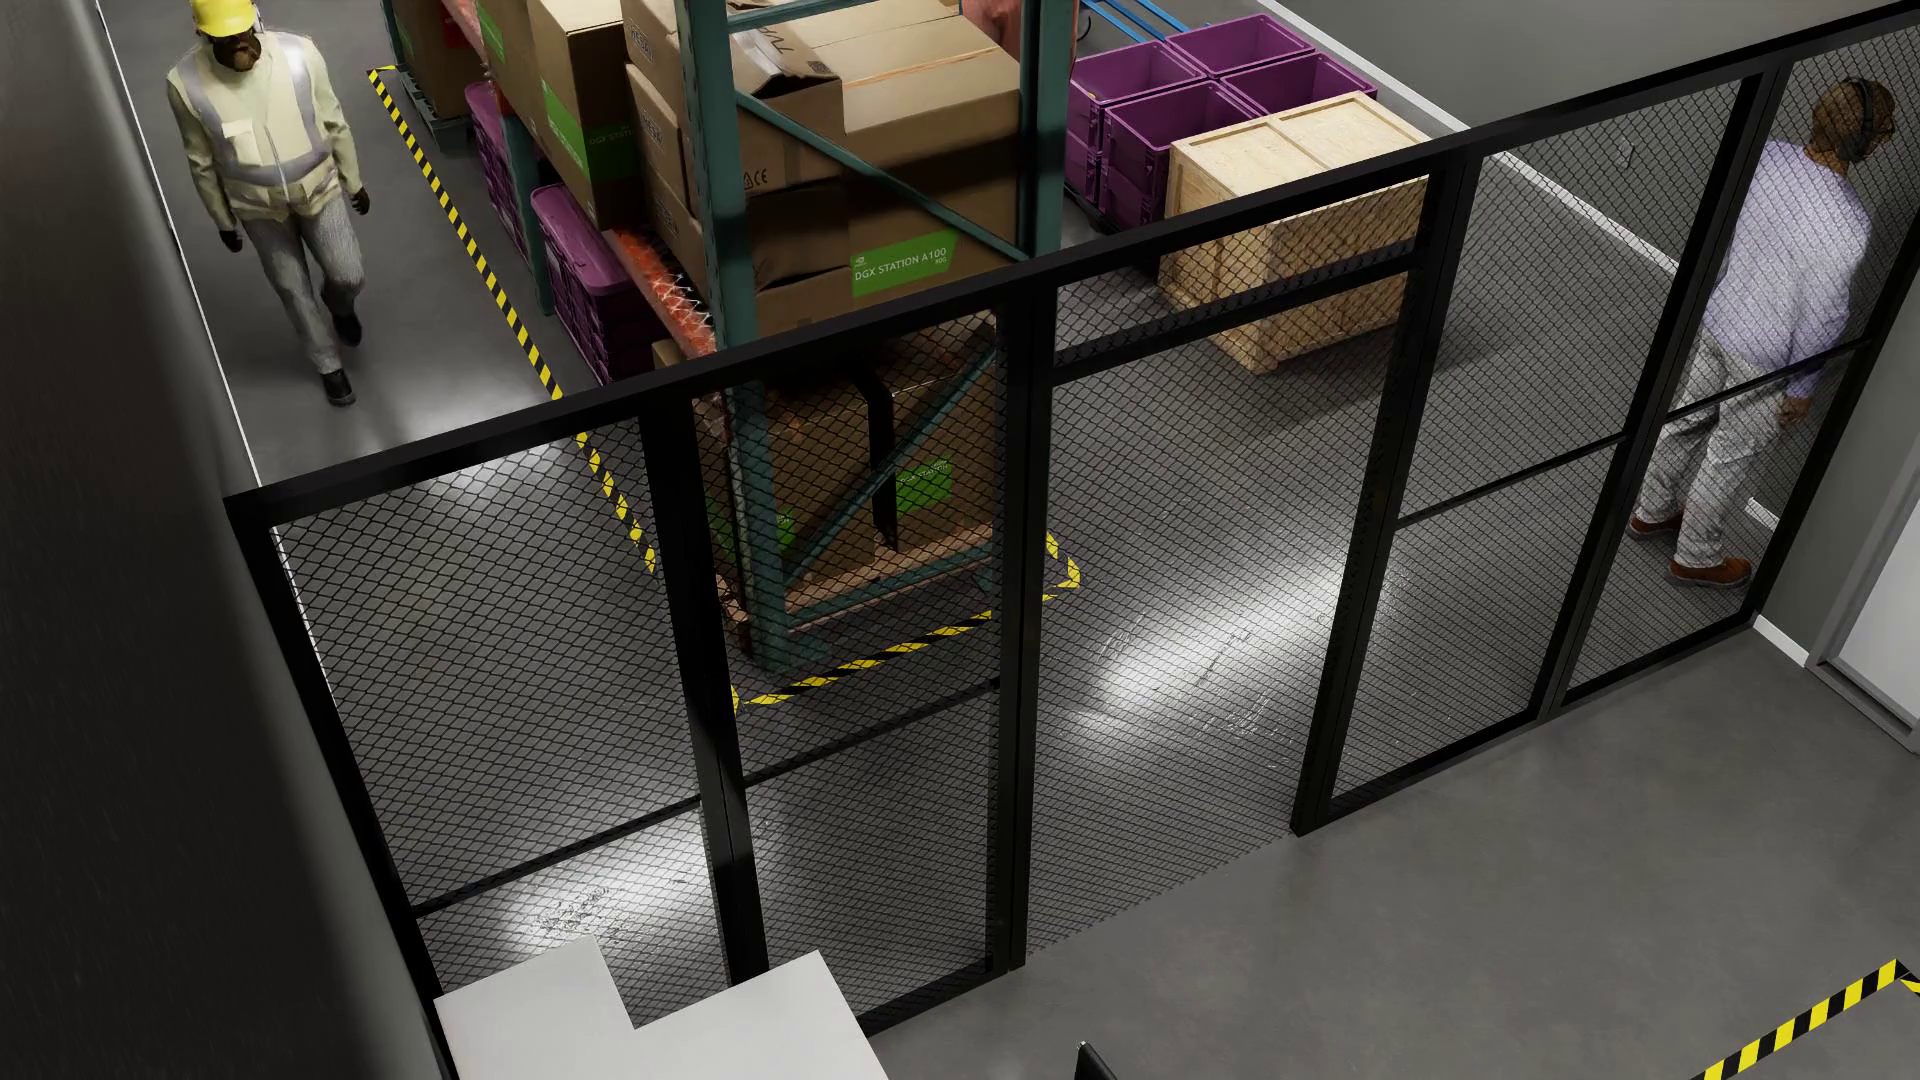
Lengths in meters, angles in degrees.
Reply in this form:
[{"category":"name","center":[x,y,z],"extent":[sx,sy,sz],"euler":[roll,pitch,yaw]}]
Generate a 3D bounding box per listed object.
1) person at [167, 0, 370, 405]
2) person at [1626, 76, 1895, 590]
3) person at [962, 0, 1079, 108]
[{"category":"person","center":[-2.663,-1.379,6.539],"extent":[0.614,1.820,0.466],"euler":[-19,46,-19]},{"category":"person","center":[2.726,-0.674,5.683],"extent":[0.370,1.941,0.627],"euler":[-8,43,-8]},{"category":"person","center":[0.220,-1.817,6.892],"extent":[0.622,1.993,0.371],"euler":[-32,51,-30]}]
